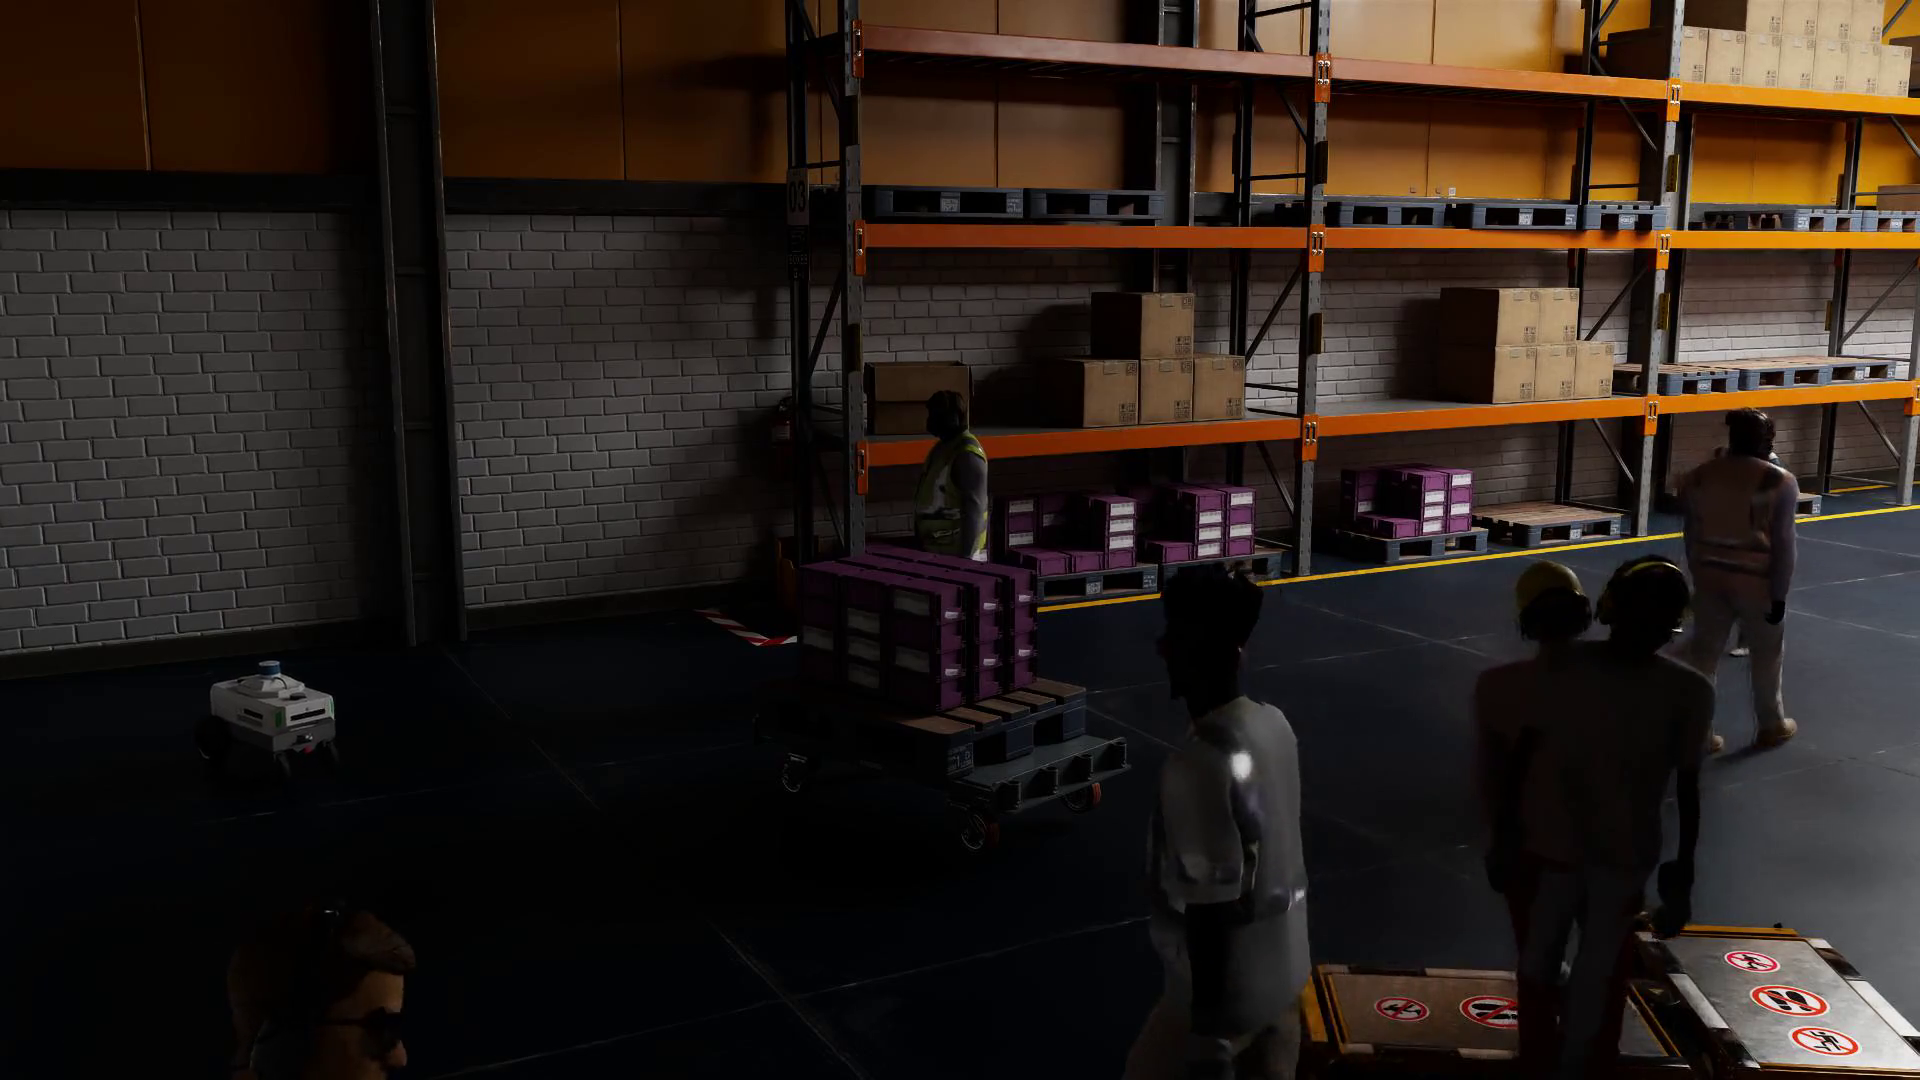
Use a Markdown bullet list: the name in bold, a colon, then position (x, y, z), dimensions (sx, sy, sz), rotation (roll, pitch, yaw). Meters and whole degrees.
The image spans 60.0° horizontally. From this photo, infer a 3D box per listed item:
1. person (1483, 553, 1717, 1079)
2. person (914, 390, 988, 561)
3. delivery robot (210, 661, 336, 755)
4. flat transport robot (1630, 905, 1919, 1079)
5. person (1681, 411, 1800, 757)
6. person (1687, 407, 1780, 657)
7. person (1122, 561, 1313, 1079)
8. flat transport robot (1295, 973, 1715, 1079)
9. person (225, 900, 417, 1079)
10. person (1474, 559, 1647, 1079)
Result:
- **person**: position (1.890, 0.901, 4.881), dimensions (0.585, 1.828, 0.624), rotation (7, 12, 34)
- **person**: position (-0.056, 0.033, 9.825), dimensions (0.429, 1.843, 0.627), rotation (-3, 10, -16)
- **delivery robot**: position (-3.511, 0.861, 8.491), dimensions (0.707, 0.478, 0.477), rotation (8, 13, 38)
- **flat transport robot**: position (2.686, 1.571, 5.486), dimensions (0.652, 0.197, 1.431), rotation (1, 10, 5)
- **person**: position (4.167, 0.222, 8.801), dimensions (0.856, 1.808, 0.645), rotation (-8, 12, -37)
- **person**: position (5.105, -0.059, 10.932), dimensions (0.313, 1.642, 0.513), rotation (-5, 11, -28)
- **person**: position (0.520, 1.012, 3.959), dimensions (0.921, 1.916, 0.636), rotation (6, 11, 29)
- **flat transport robot**: position (1.633, 1.600, 5.325), dimensions (1.431, 0.197, 0.652), rotation (1, 10, 5)
- **person**: position (-0.923, 1.382, 2.209), dimensions (0.830, 1.785, 0.597), rotation (4, 11, 21)
- **person**: position (1.785, 0.931, 4.972), dimensions (0.576, 1.722, 0.427), rotation (10, 14, 44)
